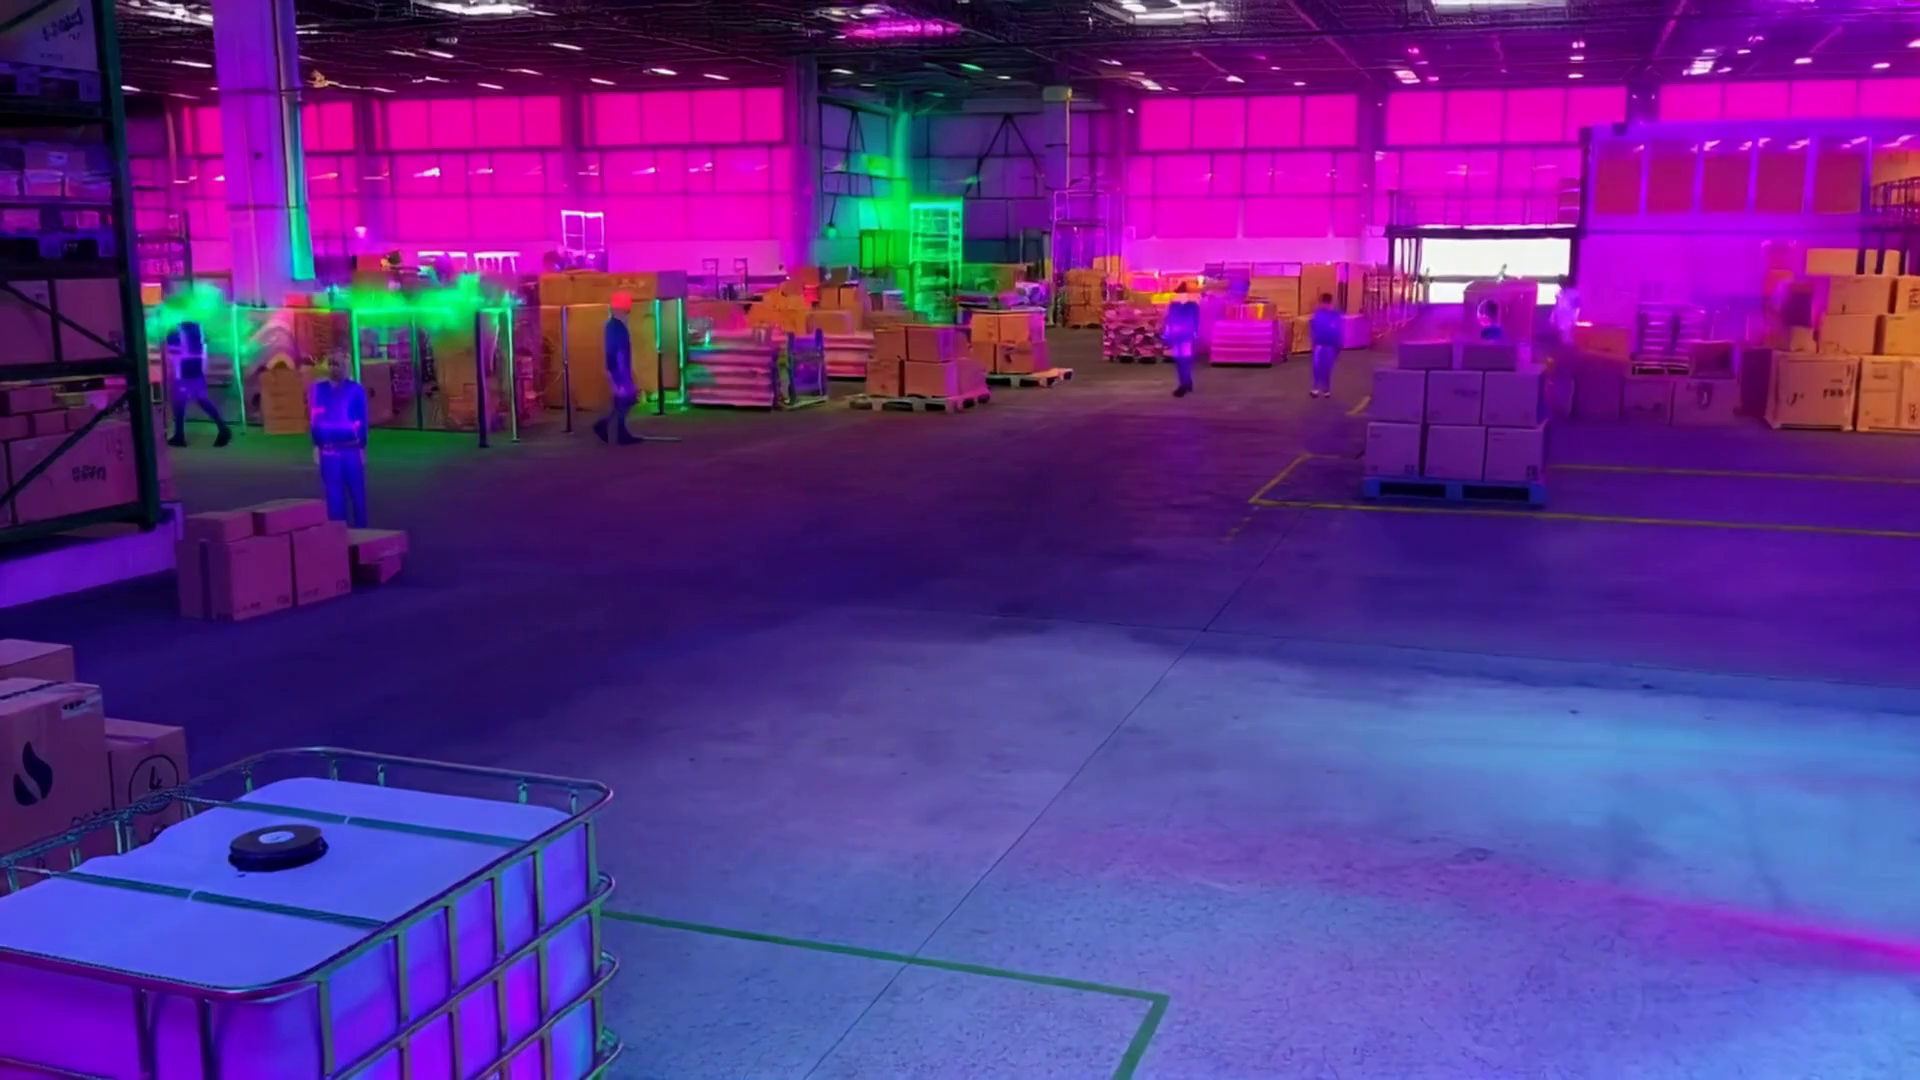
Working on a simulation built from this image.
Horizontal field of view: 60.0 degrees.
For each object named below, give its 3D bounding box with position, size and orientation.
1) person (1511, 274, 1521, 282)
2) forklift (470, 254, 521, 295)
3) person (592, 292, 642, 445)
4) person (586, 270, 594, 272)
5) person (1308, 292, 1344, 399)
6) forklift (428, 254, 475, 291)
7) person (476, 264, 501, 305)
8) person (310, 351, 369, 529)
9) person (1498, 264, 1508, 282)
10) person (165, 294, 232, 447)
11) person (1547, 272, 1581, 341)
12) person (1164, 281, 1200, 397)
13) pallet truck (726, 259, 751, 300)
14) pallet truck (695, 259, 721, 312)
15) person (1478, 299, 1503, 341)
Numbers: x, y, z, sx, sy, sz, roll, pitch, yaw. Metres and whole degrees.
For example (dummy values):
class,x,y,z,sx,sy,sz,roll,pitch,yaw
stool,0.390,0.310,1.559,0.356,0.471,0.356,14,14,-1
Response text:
class,x,y,z,sx,sy,sz,roll,pitch,yaw
person,11.827,-4.726,35.469,0.600,1.896,0.740,6,12,29
forklift,-17.990,-10.121,64.684,1.157,1.987,2.680,3,11,17
person,-4.290,-2.123,20.735,0.547,1.921,0.553,-5,11,-26
person,-9.345,-5.862,41.919,0.668,1.864,0.931,10,14,44
person,5.921,-3.135,26.936,0.557,1.726,0.840,5,11,27
forklift,-20.133,-10.254,65.465,1.157,1.987,2.680,3,11,19
person,-11.735,-5.833,41.364,0.446,2.012,0.644,5,11,27
person,-5.123,-0.745,13.760,0.514,1.641,0.307,2,10,10
person,19.350,-8.915,59.264,0.405,1.835,0.563,4,11,21
person,-9.448,-2.072,20.470,0.890,1.911,0.549,4,11,20
person,12.921,-4.764,35.629,0.957,1.906,0.611,-9,14,-42
person,3.750,-3.357,27.739,0.548,1.908,0.875,7,12,33
pallet truck,-7.986,-9.493,62.019,0.823,1.965,1.885,3,11,17
pallet truck,-9.165,-9.627,62.776,0.823,1.965,1.885,4,11,23
person,6.163,-1.880,19.497,0.328,1.875,0.513,6,12,32
